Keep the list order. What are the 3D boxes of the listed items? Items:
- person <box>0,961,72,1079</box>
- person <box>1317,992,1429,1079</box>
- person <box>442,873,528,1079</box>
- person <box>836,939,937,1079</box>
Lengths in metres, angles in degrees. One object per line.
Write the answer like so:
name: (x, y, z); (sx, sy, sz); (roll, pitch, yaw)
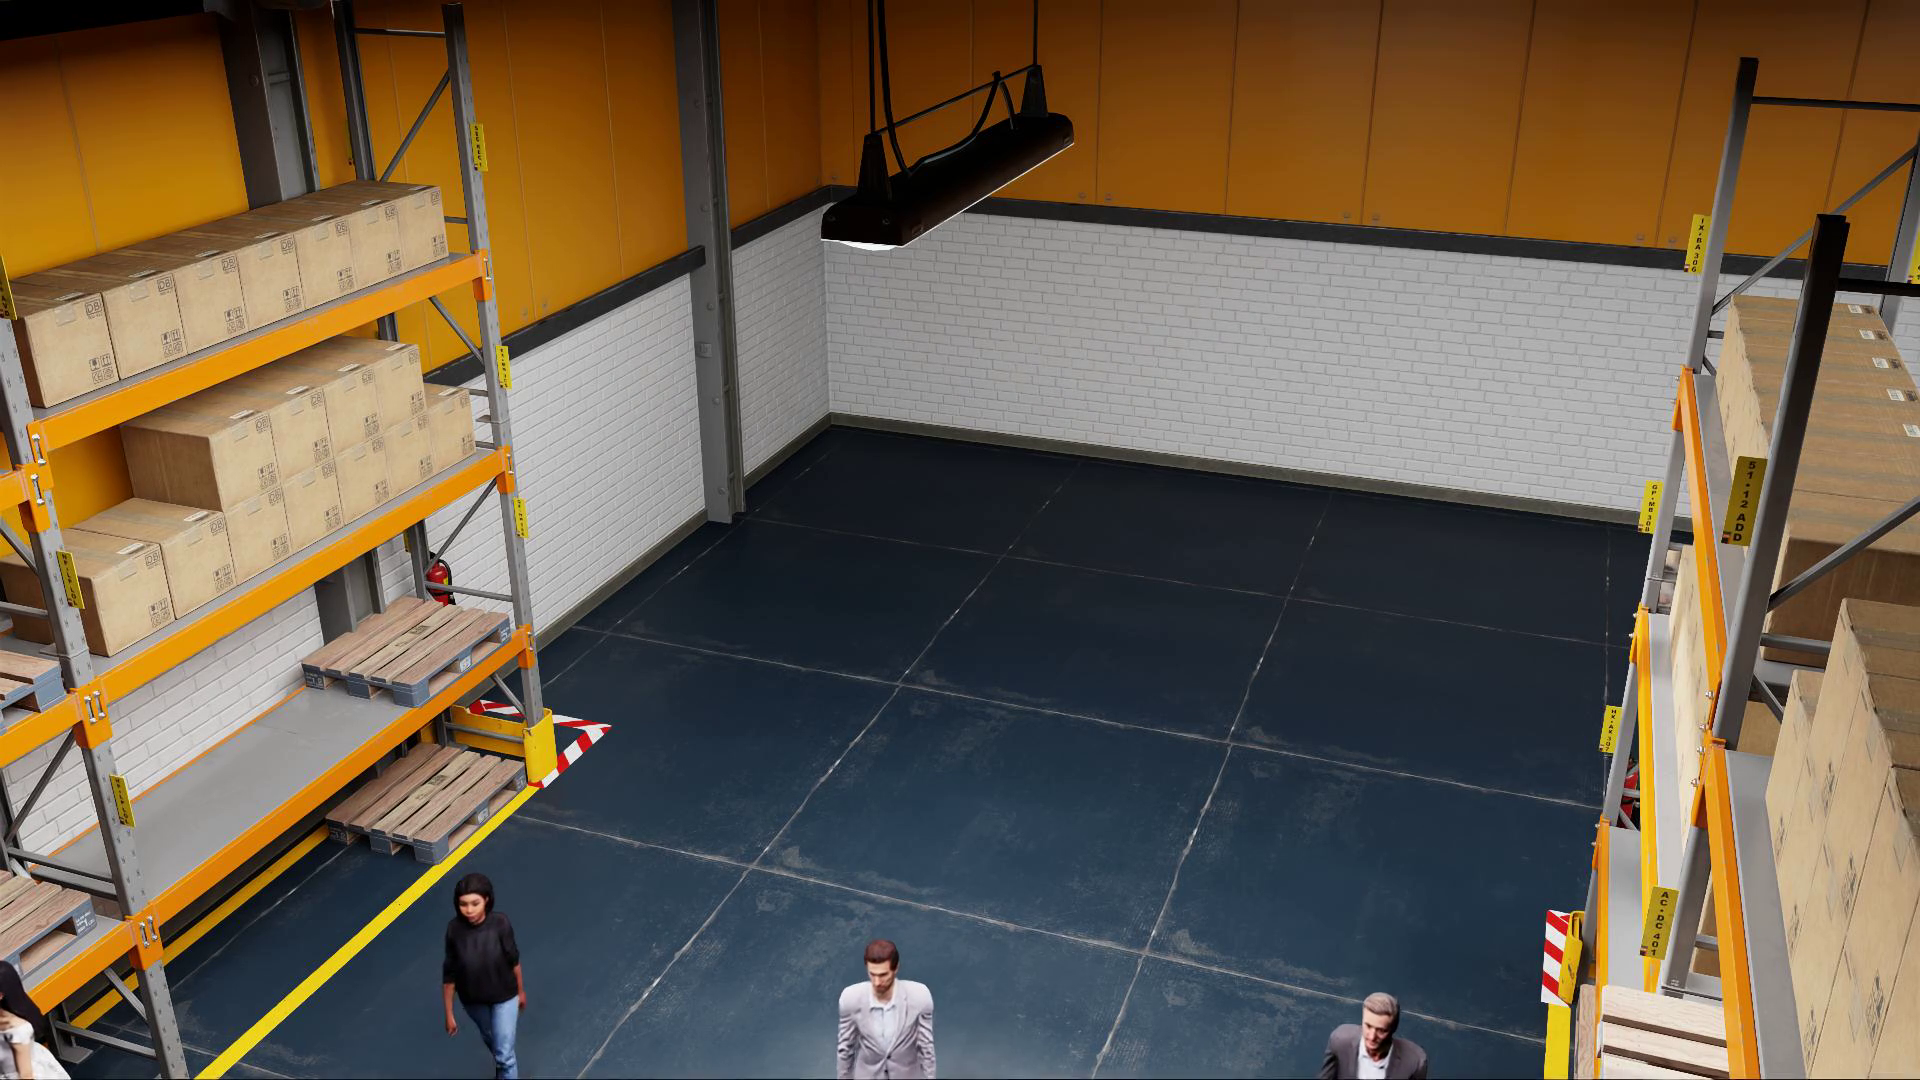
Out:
person: (-4.946, 2.982, 8.890); (0.815, 1.769, 0.782); (-16, 28, -32)
person: (2.124, 3.064, 8.664); (0.837, 1.800, 1.239); (12, 26, 25)
person: (-2.762, 2.651, 9.781); (0.941, 1.662, 1.201); (-3, 24, -7)
person: (-0.371, 2.887, 9.022); (0.773, 1.836, 0.762); (2, 24, 3)
